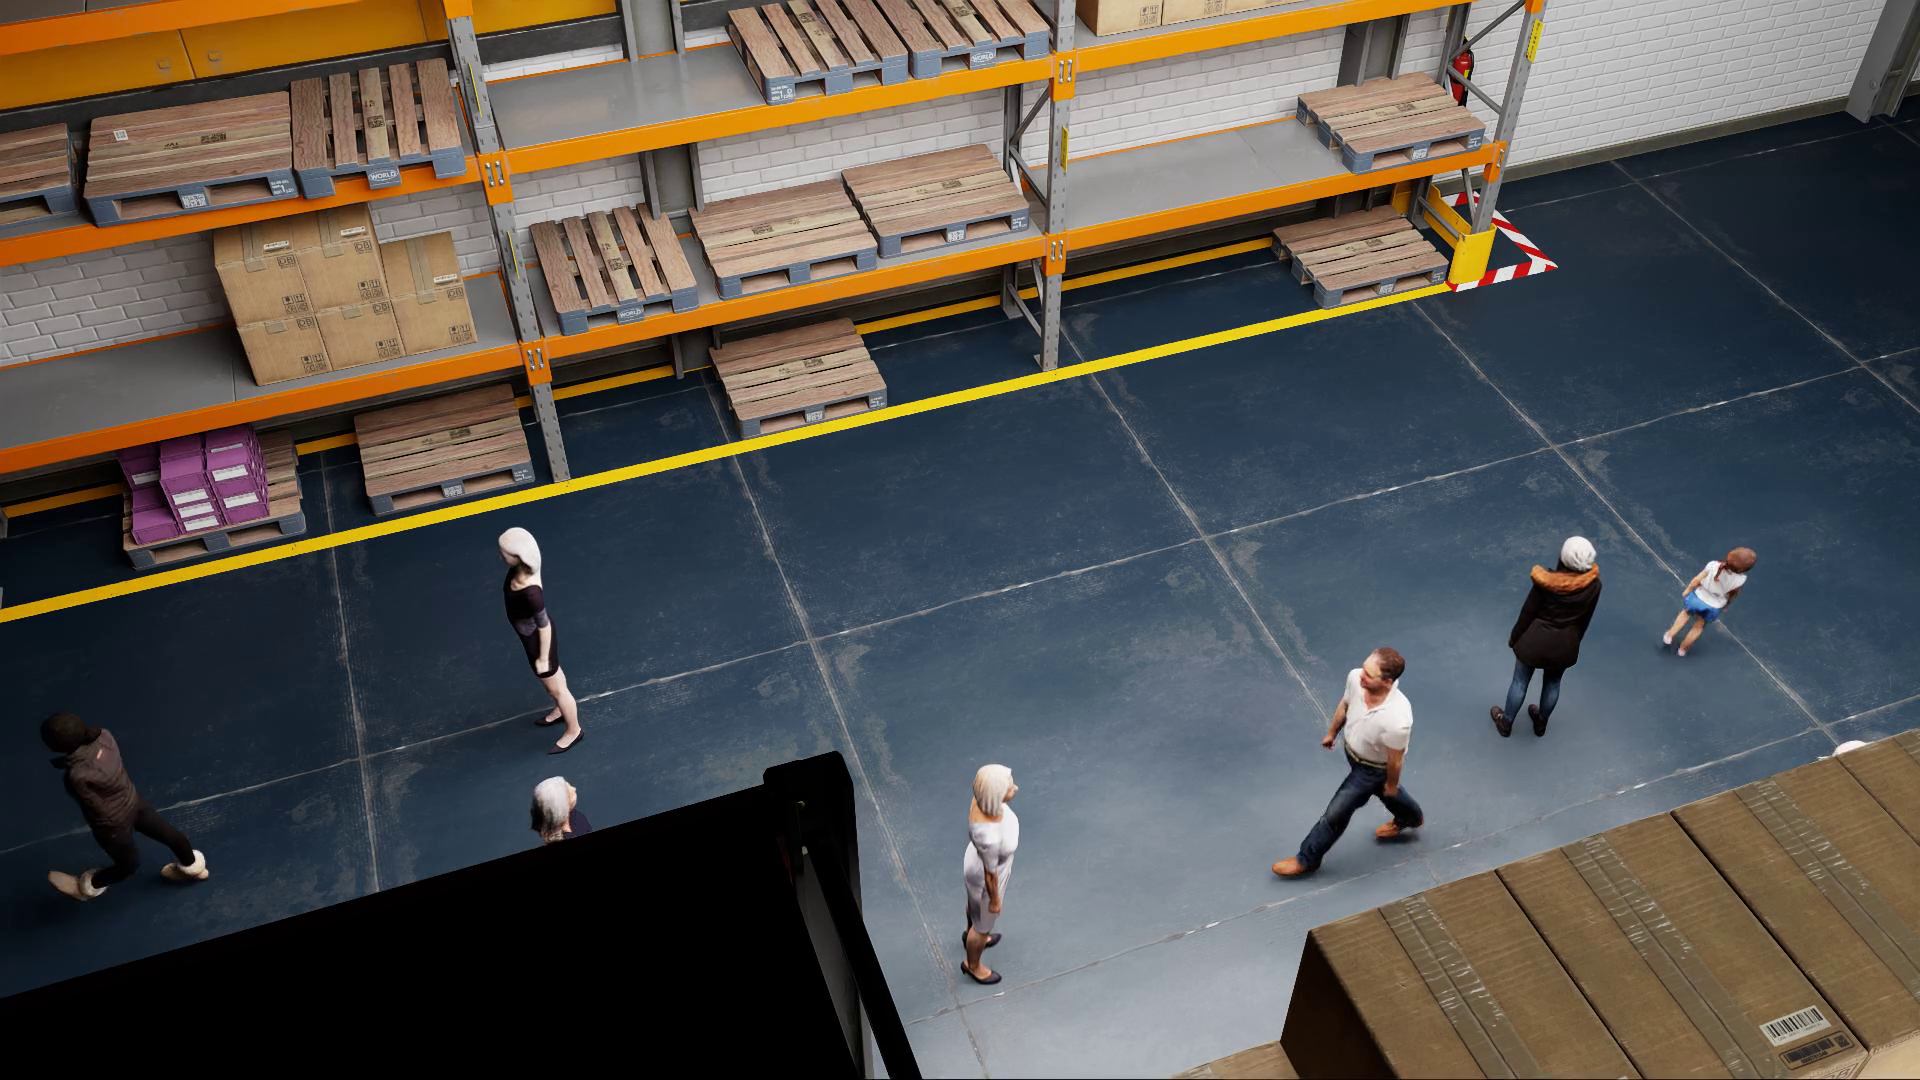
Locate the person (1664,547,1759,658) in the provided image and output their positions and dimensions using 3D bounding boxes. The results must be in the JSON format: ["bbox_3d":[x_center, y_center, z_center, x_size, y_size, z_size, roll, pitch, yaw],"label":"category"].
[{"bbox_3d":[4.948,0.400,11.022,0.526,0.982,0.552,15,46,15],"label":"person"}]

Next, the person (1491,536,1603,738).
[{"bbox_3d":[3.659,0.615,10.324,0.635,1.633,0.752,0,44,0],"label":"person"}]

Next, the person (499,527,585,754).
[{"bbox_3d":[-2.575,0.601,10.194,0.496,1.832,0.586,-17,46,-17],"label":"person"}]

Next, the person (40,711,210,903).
[{"bbox_3d":[-4.865,1.532,9.354,1.029,1.644,0.812,-3,44,-3],"label":"person"}]

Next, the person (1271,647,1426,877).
[{"bbox_3d":[2.442,1.243,9.540,1.259,1.806,0.740,-10,44,-10],"label":"person"}]

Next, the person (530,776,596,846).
[{"bbox_3d":[-2.117,1.885,8.919,0.982,1.732,0.774,-29,51,-27],"label":"person"}]

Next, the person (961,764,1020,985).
[{"bbox_3d":[0.145,1.793,9.006,0.632,1.745,0.633,0,44,0],"label":"person"}]
